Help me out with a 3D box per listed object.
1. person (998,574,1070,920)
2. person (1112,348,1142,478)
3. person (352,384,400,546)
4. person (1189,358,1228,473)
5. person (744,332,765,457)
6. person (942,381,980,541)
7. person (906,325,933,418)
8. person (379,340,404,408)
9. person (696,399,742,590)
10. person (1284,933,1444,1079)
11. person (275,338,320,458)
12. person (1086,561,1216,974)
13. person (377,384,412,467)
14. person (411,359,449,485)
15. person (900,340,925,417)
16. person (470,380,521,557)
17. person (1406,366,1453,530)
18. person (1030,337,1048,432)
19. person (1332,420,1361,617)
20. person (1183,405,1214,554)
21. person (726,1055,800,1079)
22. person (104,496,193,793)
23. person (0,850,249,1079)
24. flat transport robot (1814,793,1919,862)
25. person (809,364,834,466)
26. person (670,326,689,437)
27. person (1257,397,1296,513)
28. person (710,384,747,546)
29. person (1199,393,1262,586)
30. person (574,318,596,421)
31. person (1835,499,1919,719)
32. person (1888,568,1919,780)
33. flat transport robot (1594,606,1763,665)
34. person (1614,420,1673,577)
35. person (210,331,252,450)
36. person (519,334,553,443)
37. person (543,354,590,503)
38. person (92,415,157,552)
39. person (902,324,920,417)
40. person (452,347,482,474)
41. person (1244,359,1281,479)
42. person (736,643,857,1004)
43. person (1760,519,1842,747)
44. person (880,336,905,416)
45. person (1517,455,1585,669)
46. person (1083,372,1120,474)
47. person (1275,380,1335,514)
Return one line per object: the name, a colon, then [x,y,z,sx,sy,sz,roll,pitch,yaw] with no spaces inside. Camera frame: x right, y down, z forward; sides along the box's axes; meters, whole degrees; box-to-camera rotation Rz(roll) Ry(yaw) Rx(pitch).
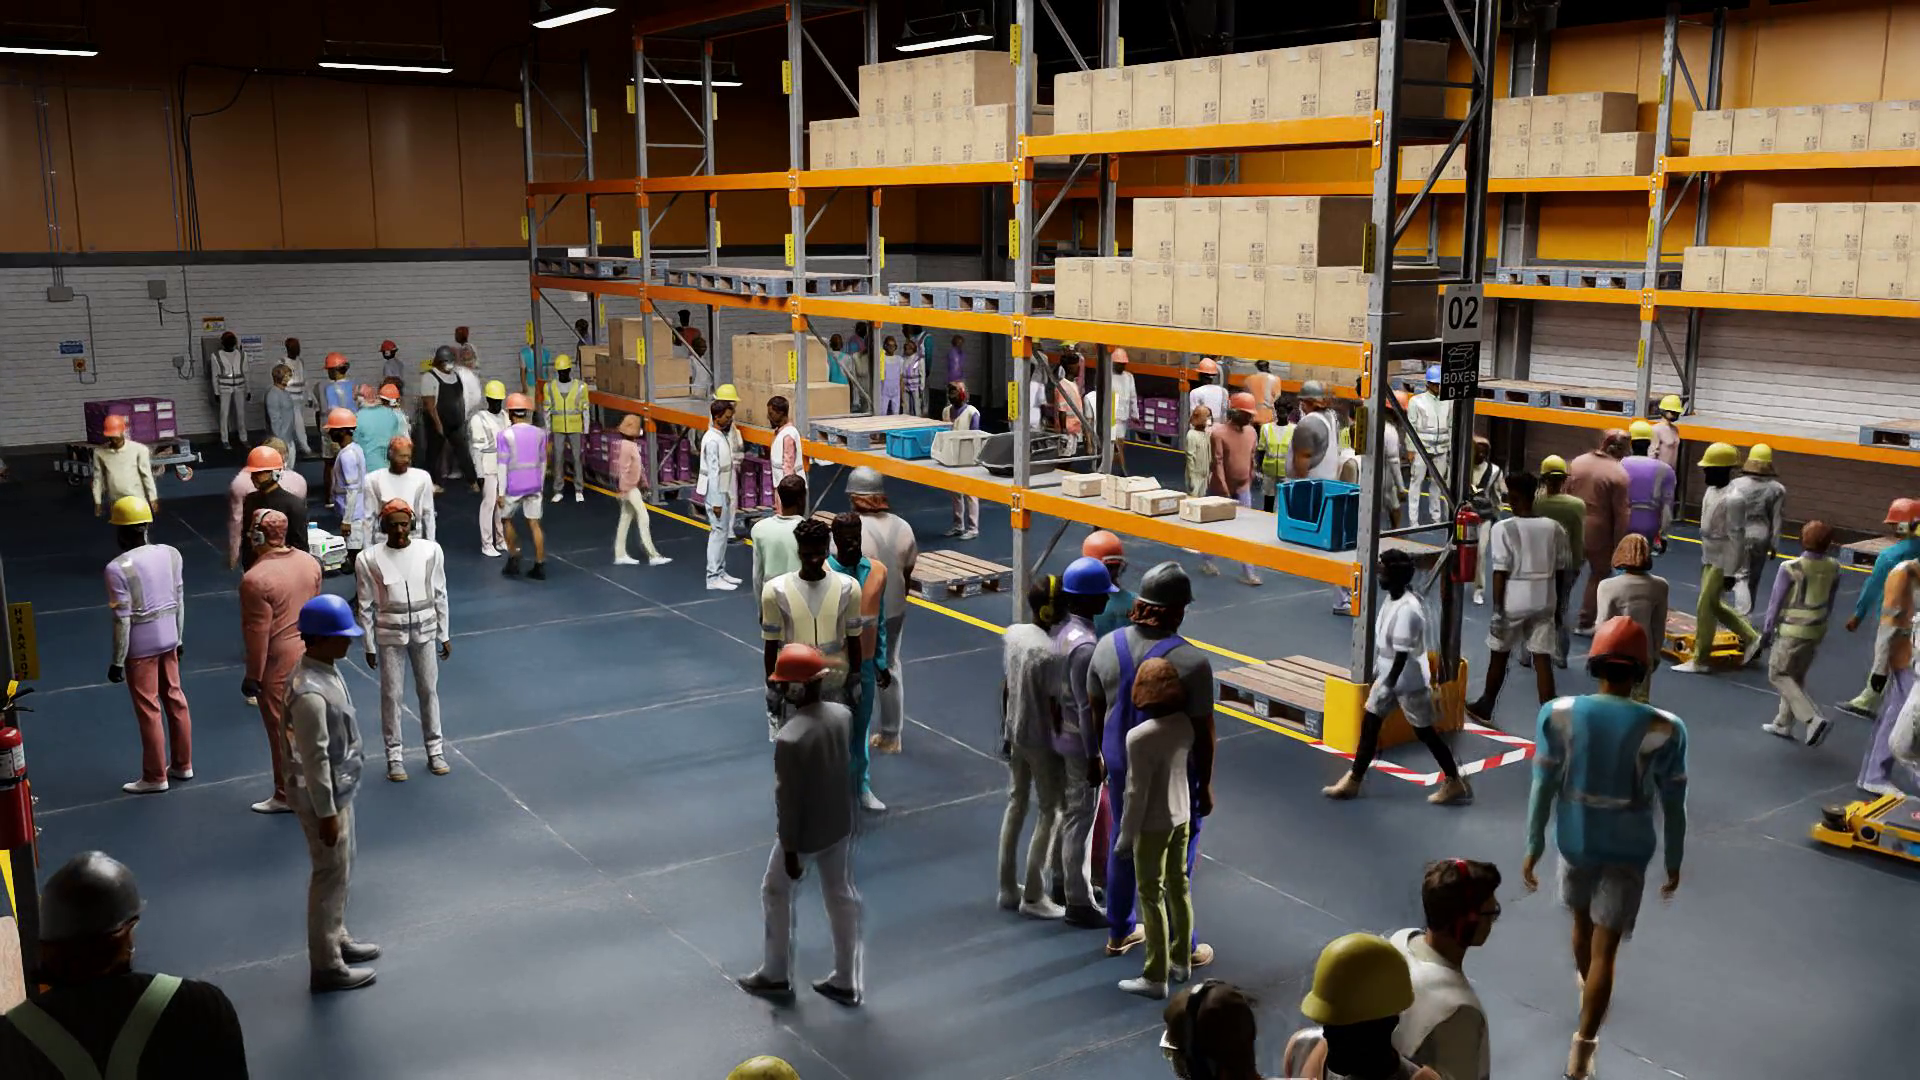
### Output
person: [0.392,1.084,8.803,0.367,1.853,0.570,-6,13,-29]
person: [2.167,-1.726,23.082,0.563,1.899,0.974,-8,14,-36]
person: [-6.464,-0.781,18.275,0.423,1.879,0.644,6,12,27]
person: [3.061,-1.292,20.714,0.551,1.941,0.342,-5,12,-26]
person: [-3.161,-2.240,25.630,0.392,1.919,0.590,7,13,30]
person: [0.021,-0.914,19.073,0.395,1.836,0.560,-10,15,-42]
person: [-0.782,-3.160,30.571,0.635,1.832,0.429,10,15,41]
person: [-8.934,-2.263,26.171,0.342,1.749,0.573,0,11,1]
person: [-2.409,-0.450,16.510,0.396,1.908,0.599,0,11,-1]
person: [1.026,1.922,4.305,0.388,1.926,0.590,-8,14,-36]
person: [-10.286,-2.182,25.516,0.907,1.854,0.586,3,11,16]
person: [0.999,1.099,8.230,0.688,2.000,0.536,9,15,40]
person: [-6.616,-0.946,19.425,0.561,1.753,0.331,5,12,24]
person: [-7.290,-1.619,22.883,0.555,1.752,0.369,3,12,16]
person: [-0.822,-2.506,27.709,0.511,1.640,0.308,5,12,26]
person: [-5.054,-0.783,18.161,0.375,1.922,0.594,6,12,26]
person: [5.545,-1.076,19.599,0.605,1.948,0.391,-2,11,-11]
person: [1.229,-2.572,27.814,0.488,1.731,0.325,1,11,5]
person: [3.627,-0.209,15.455,0.394,1.836,0.560,3,12,16]
person: [2.638,-0.676,18.354,0.285,1.634,0.499,8,13,34]
person: [-0.495,2.074,4.042,0.489,1.729,0.323,4,12,19]
person: [-5.238,0.672,10.702,0.370,1.929,0.585,4,12,17]
person: [-2.293,1.819,4.540,0.684,2.000,0.535,-6,12,-27]
flat transport robot: [5.770,1.734,9.518,0.652,0.197,1.431,-10,15,-41]
person: [-2.103,-2.033,24.735,0.511,1.860,0.332,9,14,39]
person: [-4.661,-2.619,27.696,0.328,1.872,0.514,8,14,35]
person: [3.572,-0.751,18.577,0.534,1.698,0.318,5,12,22]
person: [-2.625,-0.847,18.758,0.404,1.823,0.592,-2,11,-8]
person: [2.764,-0.540,16.911,0.593,1.941,0.942,-5,12,-24]
person: [-6.478,-2.873,28.857,0.373,1.931,0.627,-3,11,-16]
person: [6.736,0.551,11.918,0.547,1.700,0.892,-6,12,-27]
person: [5.706,0.898,9.689,0.446,1.869,0.617,2,11,10]
flat transport robot: [6.130,0.795,14.326,0.652,0.197,1.431,-3,12,-16]
person: [6.011,-0.107,14.804,0.593,1.896,0.831,3,11,13]
person: [-11.581,-2.377,26.452,0.575,1.876,0.356,-9,14,-39]
person: [-6.907,-2.481,27.068,0.390,1.838,0.563,9,14,39]
person: [-5.081,-1.441,21.518,0.590,1.926,0.388,-1,11,-5]
person: [-8.443,-0.410,16.757,0.605,1.713,0.589,0,11,2]
person: [-0.858,-2.914,29.282,0.337,1.838,0.509,2,11,8]
person: [-6.996,-1.794,23.480,0.530,1.867,0.665,2,11,10]
person: [4.115,-1.618,22.537,0.651,1.880,0.460,11,15,44]
person: [-0.765,1.323,7.867,0.707,1.723,0.582,8,13,34]
person: [5.892,0.655,11.616,0.533,1.612,0.635,-3,11,-16]
person: [-1.096,-2.252,25.878,0.508,1.847,0.345,-5,12,-25]
person: [4.832,0.181,13.661,0.533,1.759,0.343,2,11,10]
person: [1.731,-1.193,20.455,0.569,1.844,0.378,-11,15,-43]
person: [4.028,-0.896,18.899,0.580,1.864,0.805,-10,15,-43]
